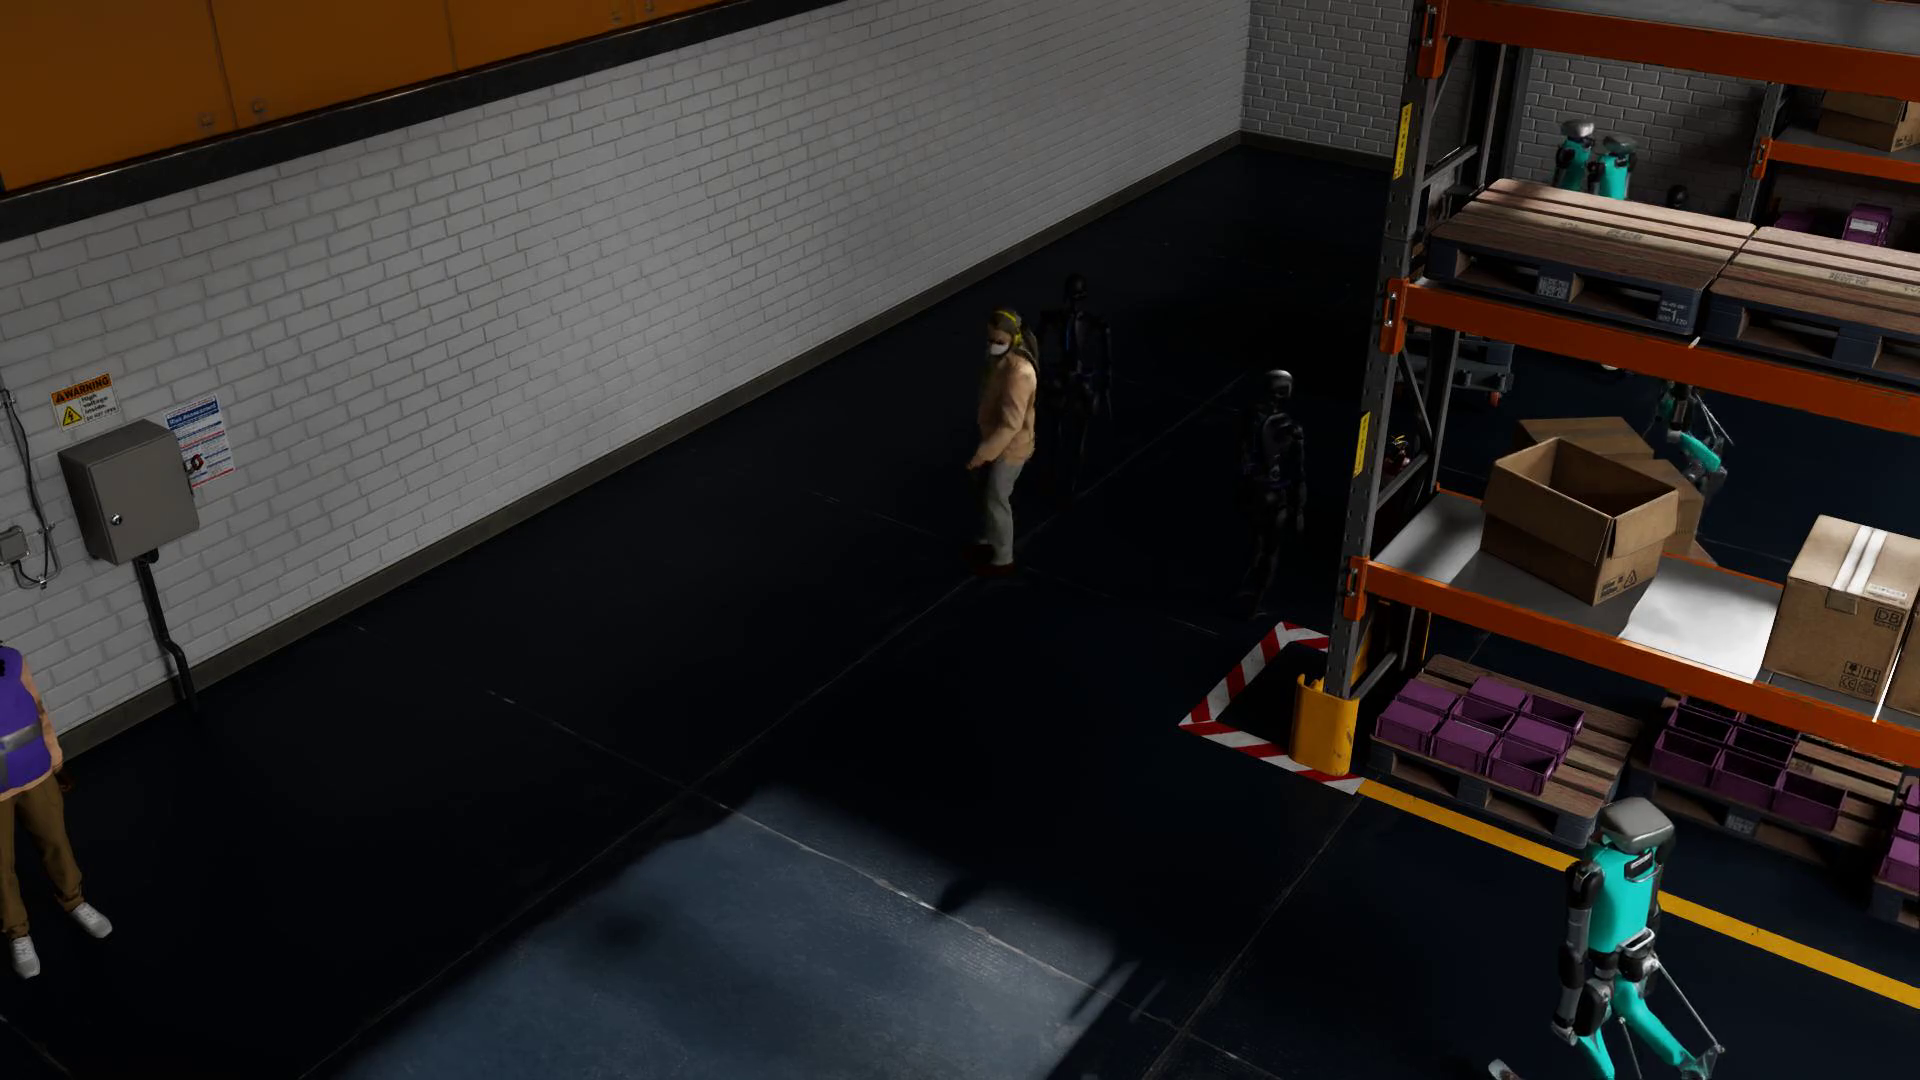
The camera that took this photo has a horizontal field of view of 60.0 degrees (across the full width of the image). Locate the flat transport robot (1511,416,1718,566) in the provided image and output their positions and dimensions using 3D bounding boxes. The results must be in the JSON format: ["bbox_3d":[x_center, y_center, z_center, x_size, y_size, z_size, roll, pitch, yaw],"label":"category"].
[{"bbox_3d":[4.073,0.180,10.727,1.431,0.231,0.659,-2,30,-4],"label":"flat transport robot"}]

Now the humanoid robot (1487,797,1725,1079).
[{"bbox_3d":[2.608,1.828,6.419,0.544,1.739,1.037,-19,35,-29],"label":"humanoid robot"}]

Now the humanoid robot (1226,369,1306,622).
[{"bbox_3d":[1.859,-0.268,10.091,0.327,1.656,0.593,-19,35,-30],"label":"humanoid robot"}]

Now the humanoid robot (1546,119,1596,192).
[{"bbox_3d":[5.002,-2.784,14.382,0.653,1.779,0.531,24,38,36],"label":"humanoid robot"}]

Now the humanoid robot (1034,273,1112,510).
[{"bbox_3d":[0.766,-1.040,11.433,0.589,1.643,0.506,8,31,14],"label":"humanoid robot"}]

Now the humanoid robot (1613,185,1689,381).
[{"bbox_3d":[5.456,-2.014,13.150,0.593,1.641,0.495,17,34,27],"label":"humanoid robot"}]

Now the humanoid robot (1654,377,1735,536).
[{"bbox_3d":[4.919,-0.851,11.070,0.744,1.797,0.539,5,30,8],"label":"humanoid robot"}]

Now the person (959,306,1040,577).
[{"bbox_3d":[0.218,-0.597,10.491,0.555,1.847,0.585,-12,32,-20],"label":"person"}]

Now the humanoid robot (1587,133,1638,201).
[{"bbox_3d":[5.468,-2.404,13.788,0.530,1.840,0.695,-20,35,-30],"label":"humanoid robot"}]

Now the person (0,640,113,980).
[{"bbox_3d":[-4.319,1.083,7.497,0.409,1.929,0.549,23,37,34],"label":"person"}]

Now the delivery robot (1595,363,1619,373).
[{"bbox_3d":[5.561,-1.677,13.681,0.791,0.614,0.499,5,30,8],"label":"delivery robot"}]
